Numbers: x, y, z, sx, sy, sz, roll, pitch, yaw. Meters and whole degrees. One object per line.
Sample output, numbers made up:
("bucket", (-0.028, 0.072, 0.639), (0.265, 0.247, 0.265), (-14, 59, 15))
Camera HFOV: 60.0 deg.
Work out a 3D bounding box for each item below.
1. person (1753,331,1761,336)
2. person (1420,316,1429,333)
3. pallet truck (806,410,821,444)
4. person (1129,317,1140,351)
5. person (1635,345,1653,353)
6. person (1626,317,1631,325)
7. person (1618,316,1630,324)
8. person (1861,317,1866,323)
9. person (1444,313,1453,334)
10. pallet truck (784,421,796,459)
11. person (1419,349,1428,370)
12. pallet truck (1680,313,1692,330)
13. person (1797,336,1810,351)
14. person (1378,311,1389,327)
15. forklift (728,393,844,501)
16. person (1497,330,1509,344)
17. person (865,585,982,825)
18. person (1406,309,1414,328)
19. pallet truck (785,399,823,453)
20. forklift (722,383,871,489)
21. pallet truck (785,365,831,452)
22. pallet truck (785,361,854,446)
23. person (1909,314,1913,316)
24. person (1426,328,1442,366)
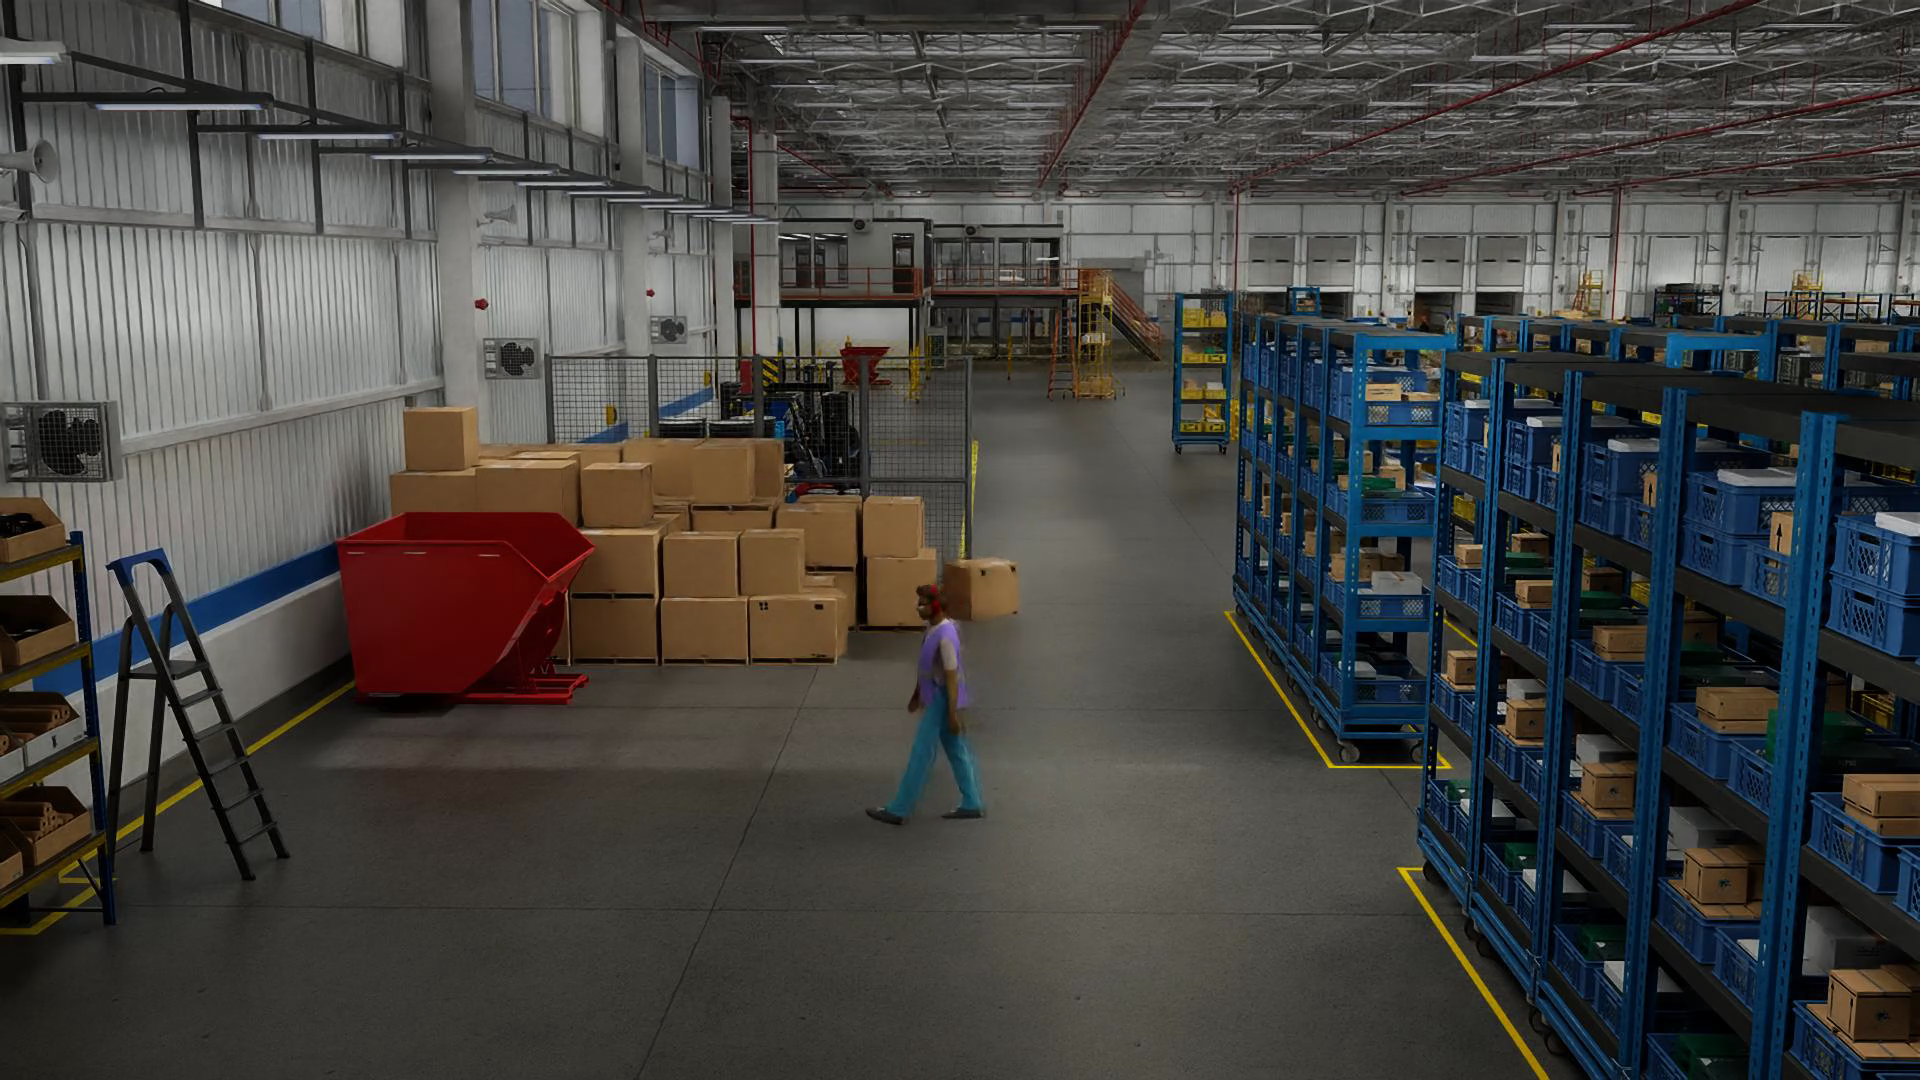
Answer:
("person", (38.157, -9.634, 79.630), (0.540, 1.695, 0.317), (-7, 11, -36))
("person", (21.346, -9.297, 76.637), (0.388, 1.992, 0.625), (-4, 10, -21))
("pallet truck", (-3.559, -2.018, 33.905), (1.522, 1.261, 0.704), (0, 9, -1))
("person", (8.851, -10.484, 84.669), (0.612, 1.766, 1.007), (1, 9, 4))
("person", (24.424, -6.528, 59.417), (0.684, 2.000, 0.535), (0, 9, 0))
("person", (31.300, -9.485, 78.048), (0.600, 1.913, 0.399), (8, 12, 41))
("person", (33.640, -10.445, 84.286), (0.834, 1.813, 0.622), (-7, 12, -38))
("person", (44.181, -9.968, 81.298), (0.520, 1.826, 0.787), (-9, 13, -44))
("person", (25.191, -10.768, 85.906), (0.418, 1.940, 0.600), (-3, 10, -17))
("pallet truck", (-4.013, -1.793, 32.705), (1.601, 1.201, 0.680), (0, 9, 1))
("person", (14.169, -5.020, 51.098), (0.916, 1.708, 0.533), (2, 10, 14))
("pallet truck", (36.315, -10.531, 84.244), (0.823, 1.965, 1.885), (-6, 11, -33))
("person", (29.619, -6.297, 58.754), (0.945, 1.783, 0.606), (0, 9, -2))
("person", (23.160, -11.564, 90.960), (0.580, 1.883, 0.614), (-1, 9, -9))
("forklift", (-2.979, -1.316, 26.476), (2.680, 1.987, 1.157), (0, 9, 1))
("person", (20.016, -6.846, 61.475), (0.623, 1.992, 0.618), (-6, 11, -31))
("person", (-0.258, 1.221, 12.347), (0.931, 1.800, 0.592), (0, 9, -2))
("person", (25.626, -12.201, 94.789), (0.394, 1.921, 0.585), (9, 13, 43))
("pallet truck", (-3.814, -2.432, 36.419), (1.630, 1.274, 0.653), (0, 9, 1))
("forklift", (-2.893, -1.687, 28.729), (2.680, 1.987, 1.157), (0, 9, -1))
("pallet truck", (-3.774, -2.976, 37.635), (1.885, 1.965, 0.823), (1, 9, 5))
("pallet truck", (-3.410, -3.193, 38.978), (1.885, 1.965, 0.823), (0, 9, -1))
("person", (48.313, -10.551, 84.557), (0.629, 1.937, 0.376), (-5, 11, -30))
("person", (19.059, -7.595, 66.708), (0.936, 1.836, 0.555), (8, 12, 40))
